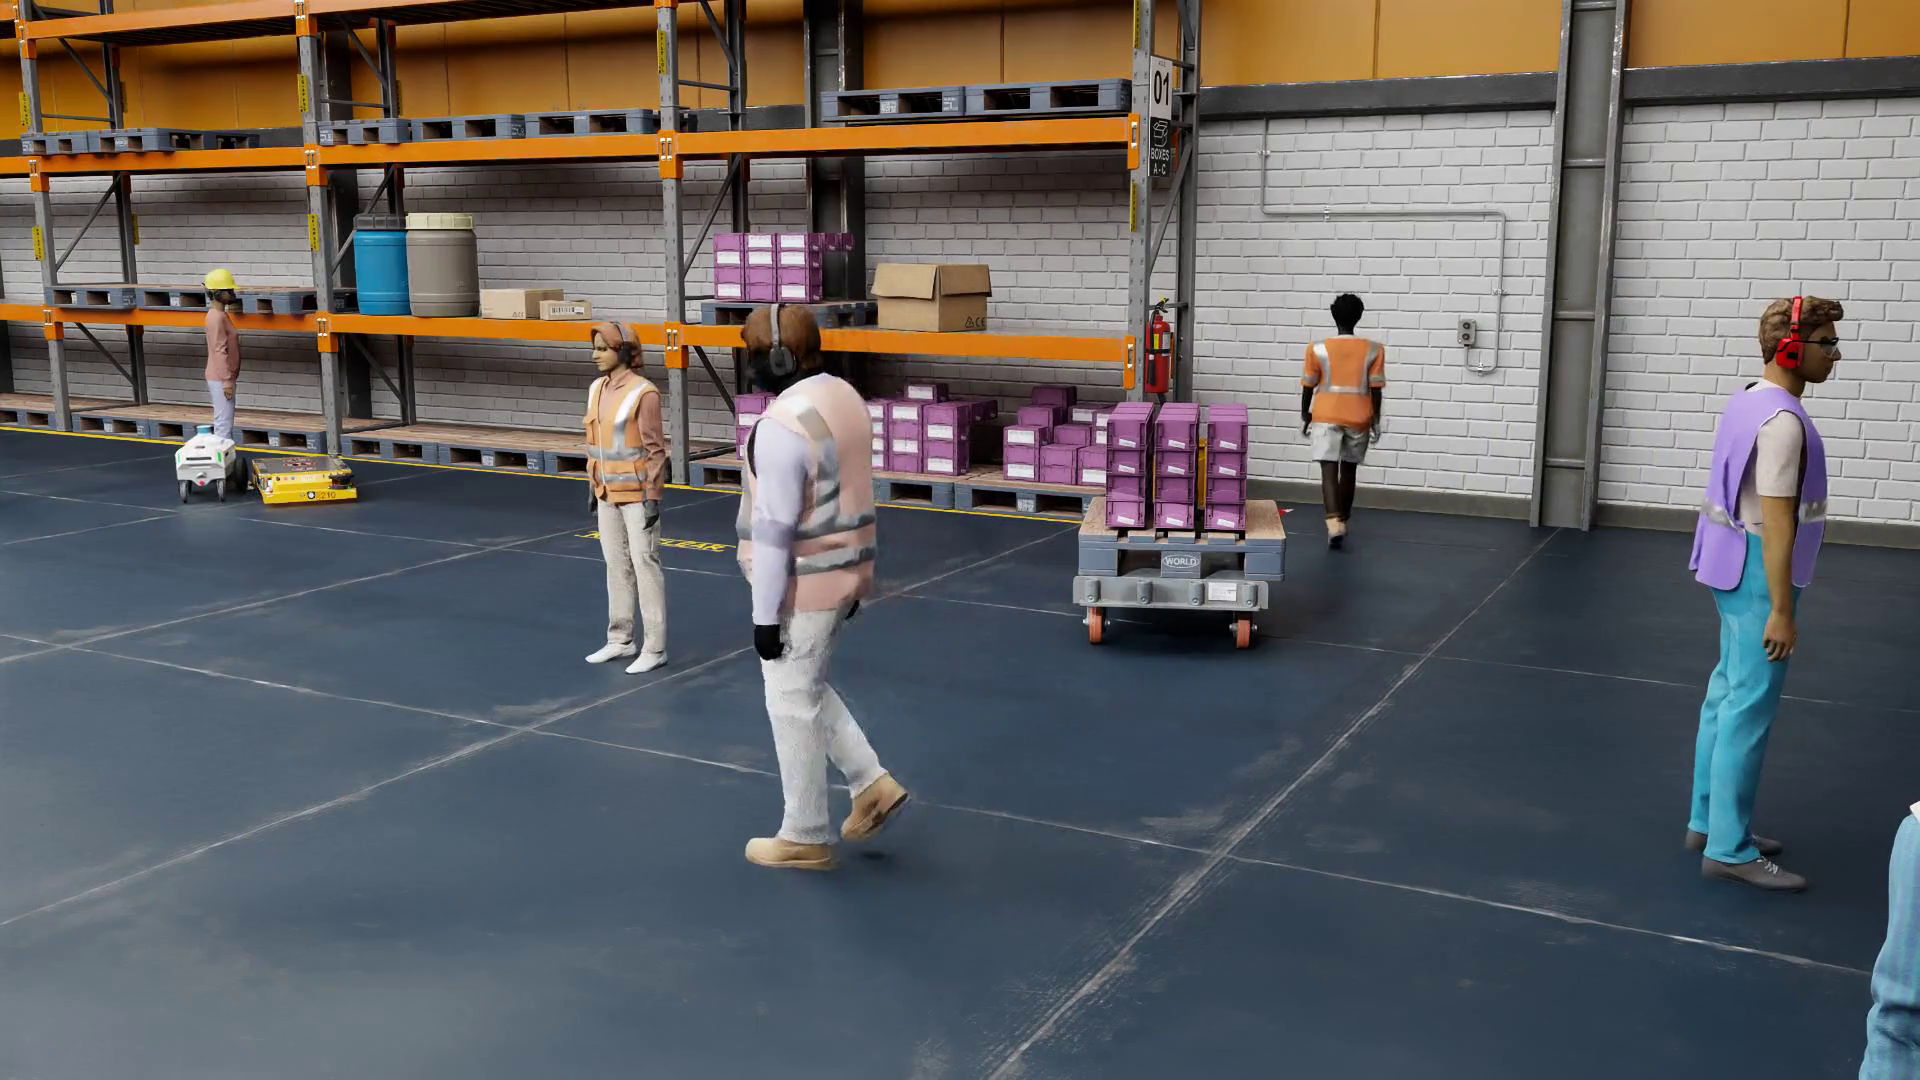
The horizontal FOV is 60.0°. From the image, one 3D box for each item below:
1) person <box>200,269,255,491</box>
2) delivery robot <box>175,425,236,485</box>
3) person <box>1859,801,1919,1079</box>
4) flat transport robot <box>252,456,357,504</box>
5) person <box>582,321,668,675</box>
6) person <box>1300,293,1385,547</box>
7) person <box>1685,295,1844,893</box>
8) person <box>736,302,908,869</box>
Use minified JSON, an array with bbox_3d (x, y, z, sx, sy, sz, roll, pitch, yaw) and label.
[{"bbox_3d":[-5.869,-1.273,13.307,0.312,1.768,0.522,-5,11,-24],"label":"person"},{"bbox_3d":[-5.864,-0.648,12.942,0.477,0.478,0.707,-3,11,-15],"label":"delivery robot"},{"bbox_3d":[1.349,0.851,2.005,0.514,1.641,0.308,3,11,15],"label":"person"},{"bbox_3d":[-5.198,-0.495,13.140,0.652,0.197,1.431,-5,11,-26],"label":"flat transport robot"},{"bbox_3d":[-1.561,-0.197,7.753,0.523,1.638,0.310,10,14,42],"label":"person"},{"bbox_3d":[2.517,-0.791,10.949,0.537,1.664,0.844,1,10,4],"label":"person"},{"bbox_3d":[2.504,0.158,5.241,0.372,1.843,0.570,3,11,15],"label":"person"},{"bbox_3d":[-0.487,0.163,5.275,0.447,1.822,0.638,4,11,19],"label":"person"}]
